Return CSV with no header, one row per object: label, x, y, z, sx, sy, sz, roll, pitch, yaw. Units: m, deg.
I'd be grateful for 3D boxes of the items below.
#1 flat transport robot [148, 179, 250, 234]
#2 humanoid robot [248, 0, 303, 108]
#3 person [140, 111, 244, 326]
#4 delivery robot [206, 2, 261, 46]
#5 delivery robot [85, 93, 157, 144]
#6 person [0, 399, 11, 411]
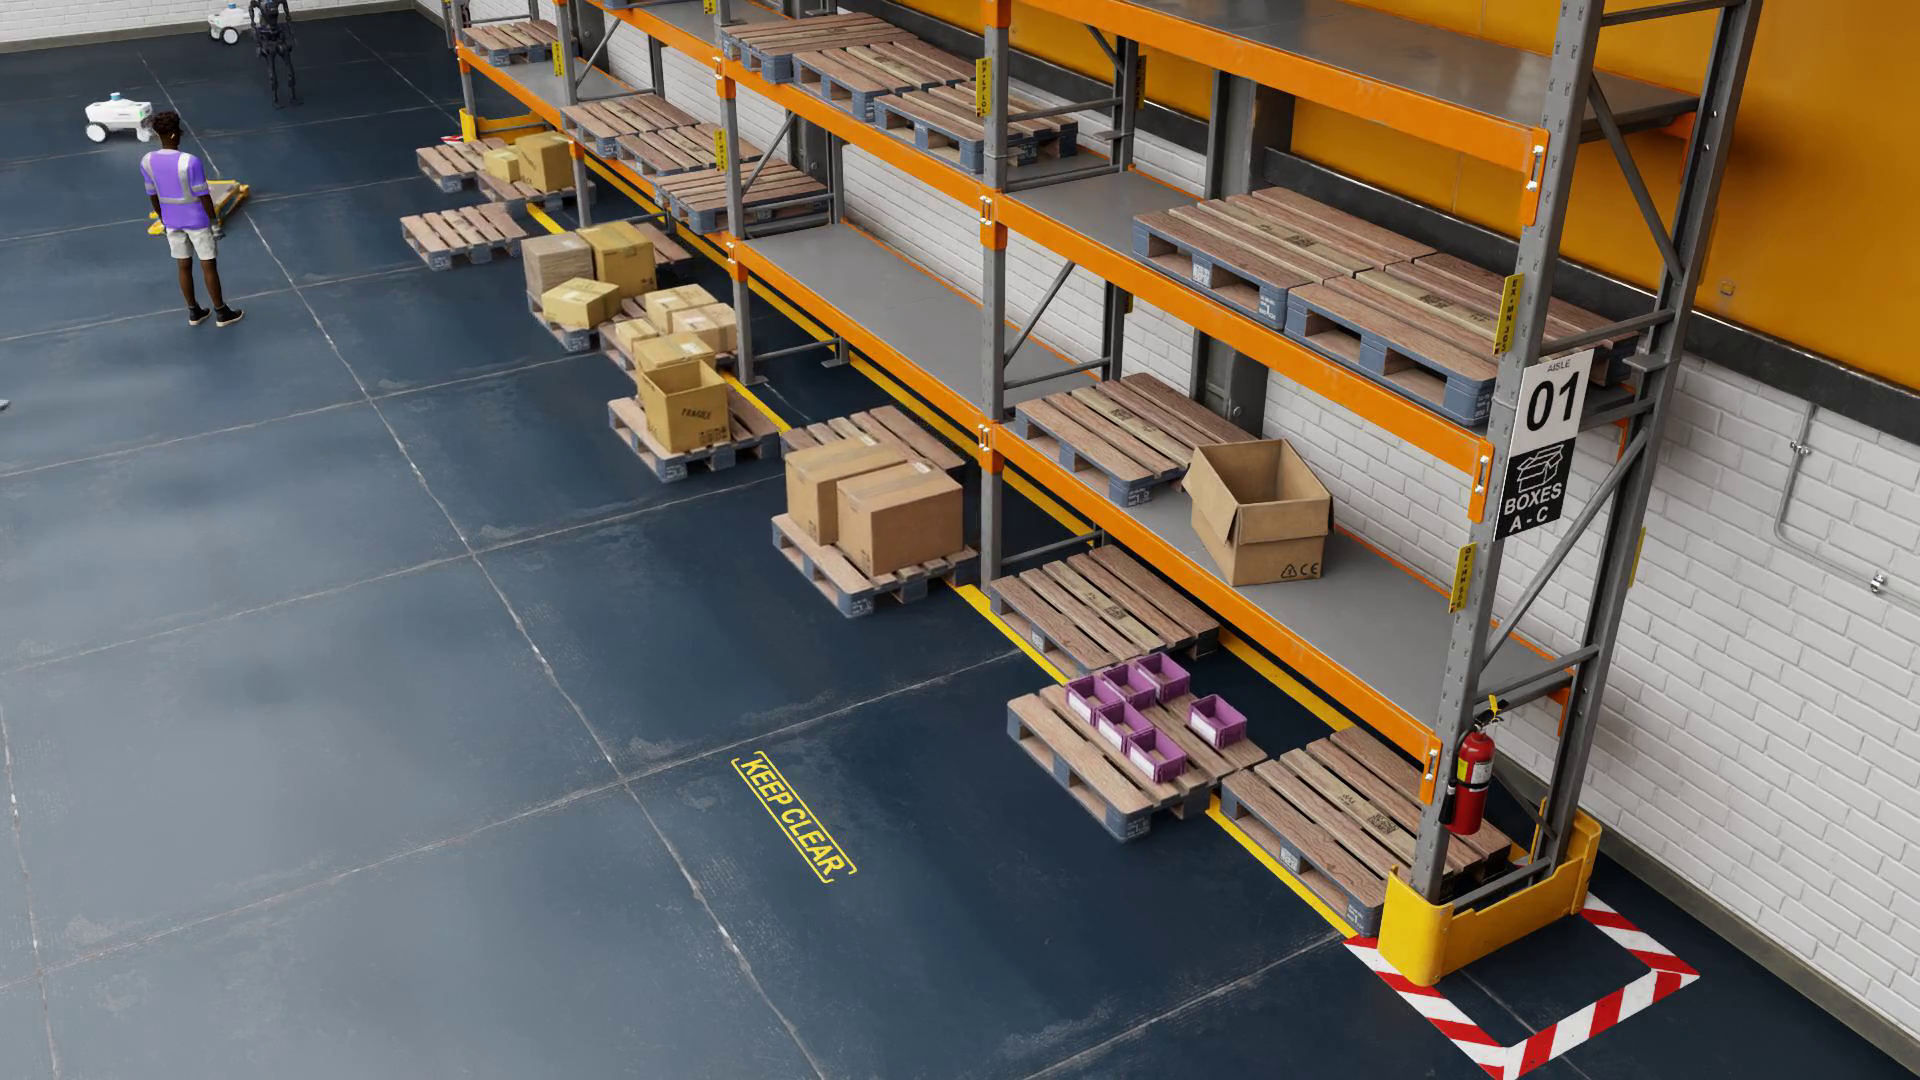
flat transport robot,-8.242,-3.626,18.033,0.659,0.231,1.431,-3,30,-5
humanoid robot,-8.908,-6.500,21.667,0.322,1.652,0.601,26,39,38
person,-6.959,-2.884,15.003,0.601,1.966,0.367,5,30,9
delivery robot,-10.950,-7.802,25.100,0.517,0.578,0.746,24,37,35
delivery robot,-10.399,-5.205,20.550,0.791,0.614,0.499,-1,30,-1
person,-8.344,-1.895,13.342,1.001,1.881,0.574,-3,30,-5
